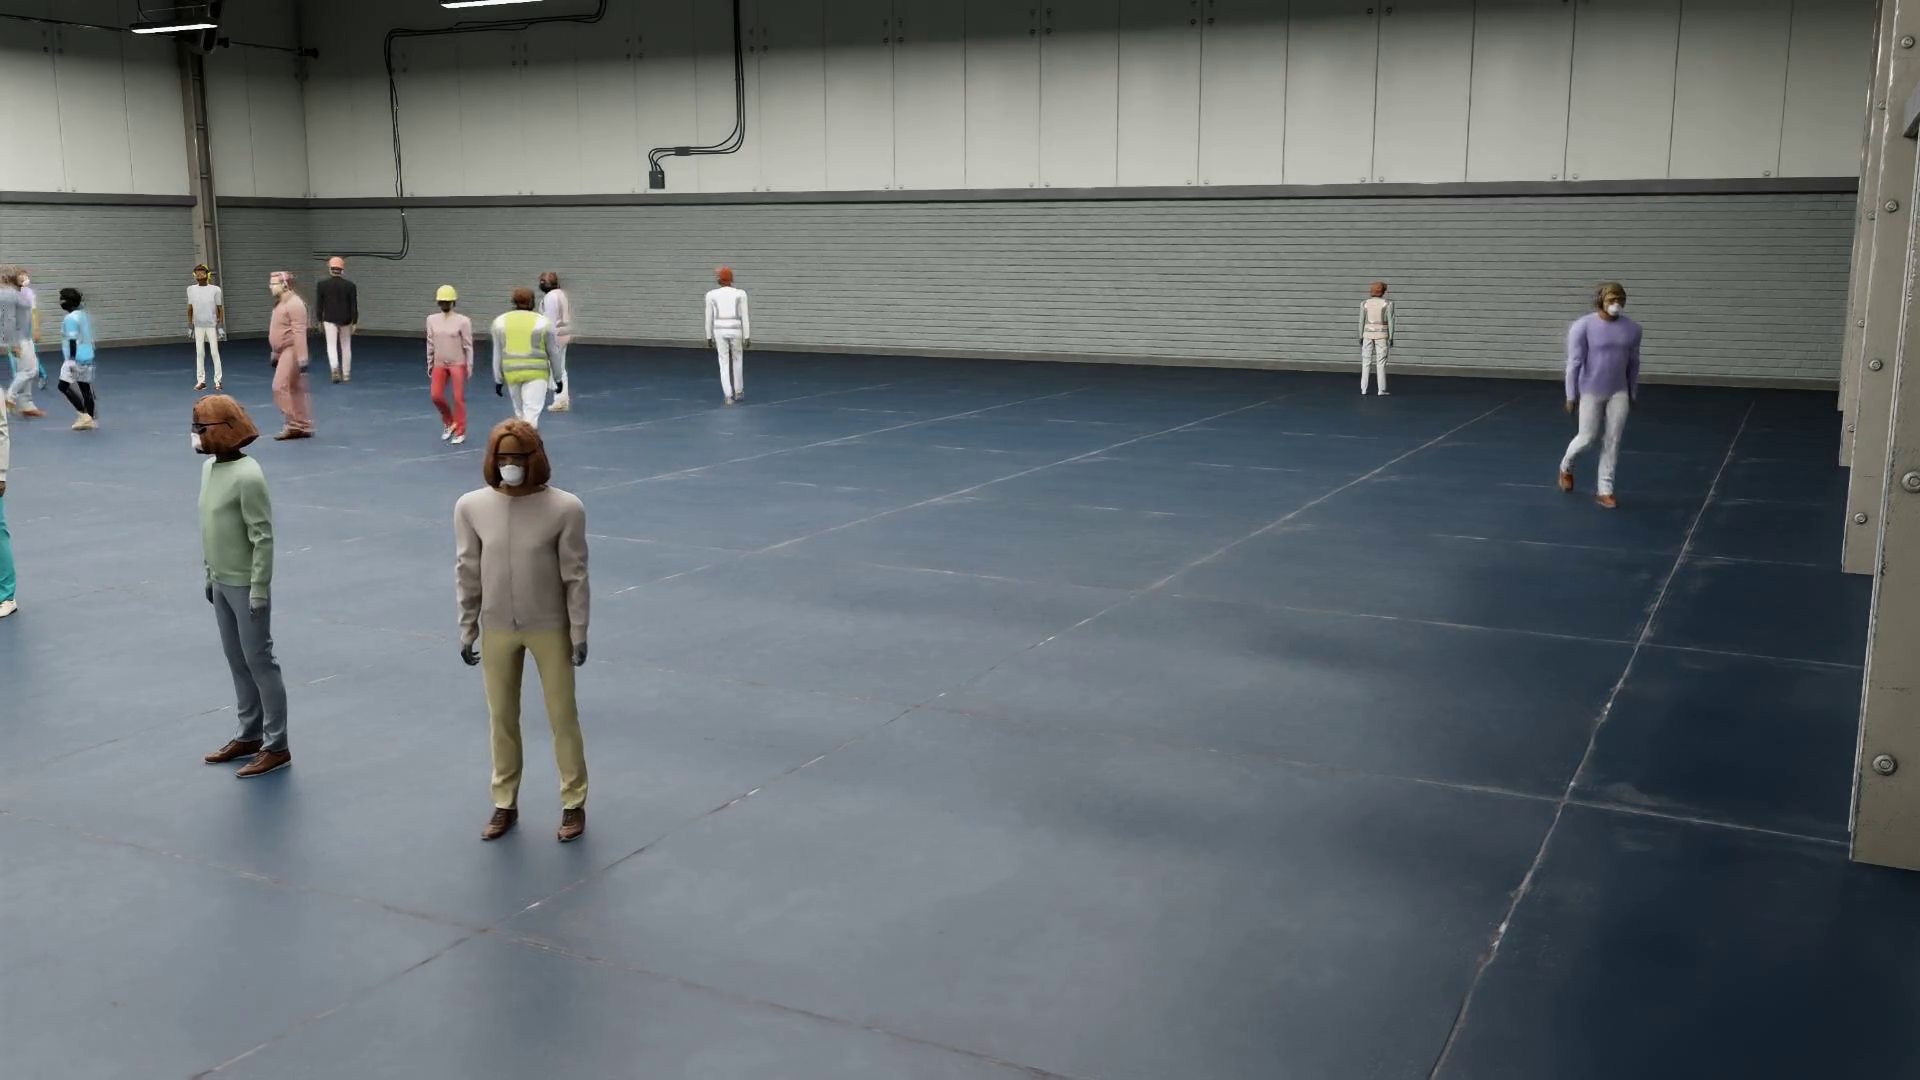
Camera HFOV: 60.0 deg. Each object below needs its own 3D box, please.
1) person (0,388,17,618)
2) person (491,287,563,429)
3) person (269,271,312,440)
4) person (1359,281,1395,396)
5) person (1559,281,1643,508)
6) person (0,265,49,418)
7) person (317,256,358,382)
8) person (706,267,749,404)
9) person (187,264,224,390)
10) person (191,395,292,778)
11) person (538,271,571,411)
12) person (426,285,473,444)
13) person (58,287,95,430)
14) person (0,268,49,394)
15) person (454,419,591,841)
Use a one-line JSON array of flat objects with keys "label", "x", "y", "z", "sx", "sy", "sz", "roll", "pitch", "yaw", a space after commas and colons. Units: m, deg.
[{"label": "person", "x": -5.950, "y": -0.395, "z": 9.970, "sx": 0.522, "sy": 1.761, "sz": 0.321, "roll": 2, "pitch": 11, "yaw": 9}, {"label": "person", "x": -4.303, "y": -1.616, "z": 16.567, "sx": 0.640, "sy": 1.797, "sz": 0.980, "roll": 1, "pitch": 10, "yaw": 5}, {"label": "person", "x": -7.622, "y": -2.060, "z": 18.677, "sx": 0.613, "sy": 1.886, "sz": 0.680, "roll": -7, "pitch": 13, "yaw": -35}, {"label": "person", "x": 5.971, "y": -2.882, "z": 23.864, "sx": 0.521, "sy": 1.636, "sz": 0.311, "roll": 7, "pitch": 12, "yaw": 33}, {"label": "person", "x": 5.456, "y": -1.253, "z": 14.229, "sx": 0.640, "sy": 1.923, "sz": 0.670, "roll": -1, "pitch": 10, "yaw": -6}, {"label": "person", "x": -11.740, "y": -2.470, "z": 20.810, "sx": 0.442, "sy": 1.929, "sz": 0.649, "roll": -3, "pitch": 11, "yaw": -15}, {"label": "person", "x": -9.759, "y": -3.455, "z": 26.085, "sx": 0.609, "sy": 1.969, "sz": 0.879, "roll": -4, "pitch": 11, "yaw": -20}, {"label": "person", "x": -3.202, "y": -2.827, "z": 22.971, "sx": 0.599, "sy": 1.843, "sz": 0.921, "roll": -1, "pitch": 10, "yaw": -4}, {"label": "person", "x": -11.243, "y": -3.166, "z": 24.778, "sx": 0.510, "sy": 1.871, "sz": 0.329, "roll": -2, "pitch": 11, "yaw": -10}, {"label": "person", "x": -3.090, "y": 0.192, "z": 7.106, "sx": 0.507, "sy": 1.631, "sz": 0.266, "roll": 10, "pitch": 14, "yaw": 42}, {"label": "person", "x": -5.307, "y": -2.575, "z": 21.679, "sx": 0.441, "sy": 1.832, "sz": 0.644, "roll": 0, "pitch": 10, "yaw": 2}, {"label": "person", "x": -5.620, "y": -1.927, "z": 18.326, "sx": 0.541, "sy": 1.750, "sz": 0.391, "roll": 1, "pitch": 10, "yaw": 6}, {"label": "person", "x": -10.390, "y": -2.116, "z": 19.532, "sx": 0.379, "sy": 1.685, "sz": 0.551, "roll": -2, "pitch": 11, "yaw": -12}, {"label": "person", "x": -13.735, "y": -3.067, "z": 24.355, "sx": 0.592, "sy": 1.823, "sz": 0.628, "roll": 3, "pitch": 11, "yaw": 15}, {"label": "person", "x": -1.642, "y": 0.348, "z": 6.296, "sx": 0.500, "sy": 1.626, "sz": 0.299, "roll": 0, "pitch": 10, "yaw": 1}]
